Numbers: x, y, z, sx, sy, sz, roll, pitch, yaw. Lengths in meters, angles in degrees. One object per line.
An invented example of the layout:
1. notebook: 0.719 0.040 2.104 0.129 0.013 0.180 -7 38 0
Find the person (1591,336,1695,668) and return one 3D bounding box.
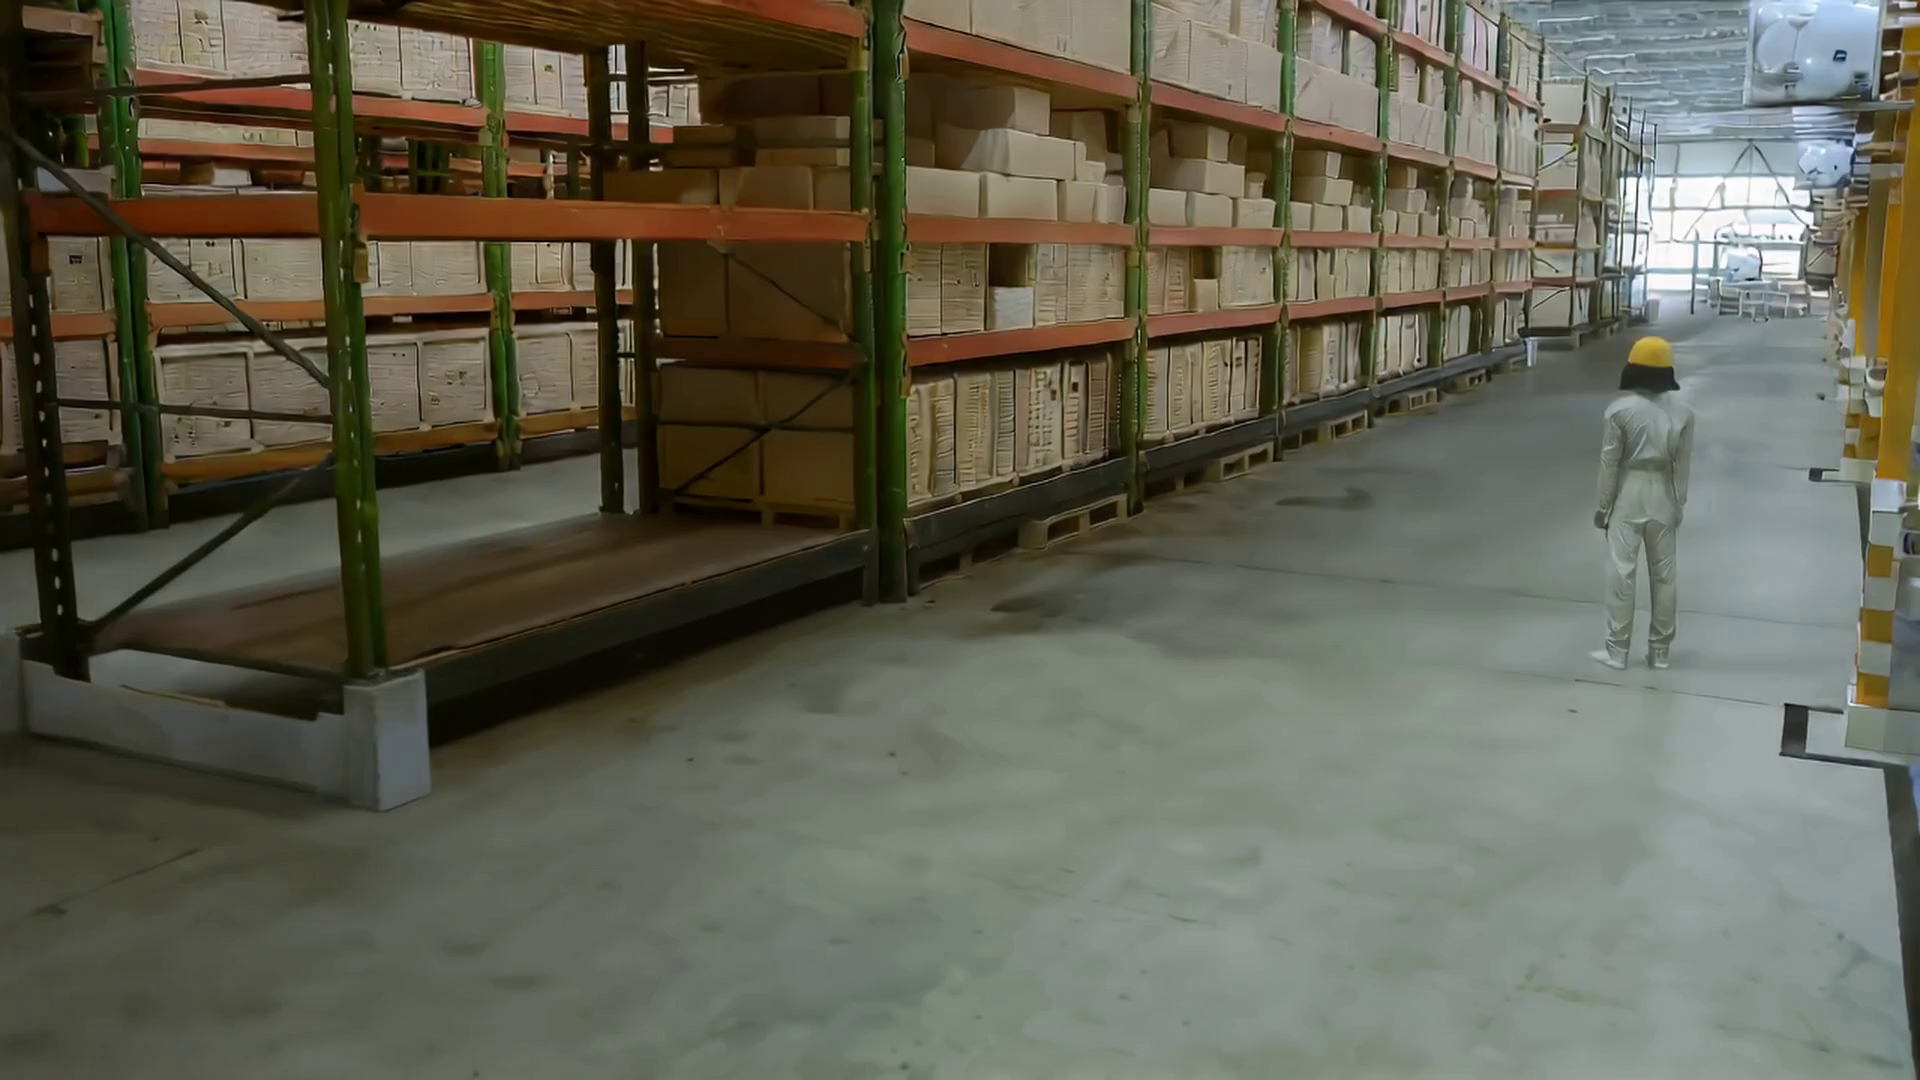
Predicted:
1. person: 3.579 -0.193 8.752 0.493 1.742 0.305 -1 10 -6
